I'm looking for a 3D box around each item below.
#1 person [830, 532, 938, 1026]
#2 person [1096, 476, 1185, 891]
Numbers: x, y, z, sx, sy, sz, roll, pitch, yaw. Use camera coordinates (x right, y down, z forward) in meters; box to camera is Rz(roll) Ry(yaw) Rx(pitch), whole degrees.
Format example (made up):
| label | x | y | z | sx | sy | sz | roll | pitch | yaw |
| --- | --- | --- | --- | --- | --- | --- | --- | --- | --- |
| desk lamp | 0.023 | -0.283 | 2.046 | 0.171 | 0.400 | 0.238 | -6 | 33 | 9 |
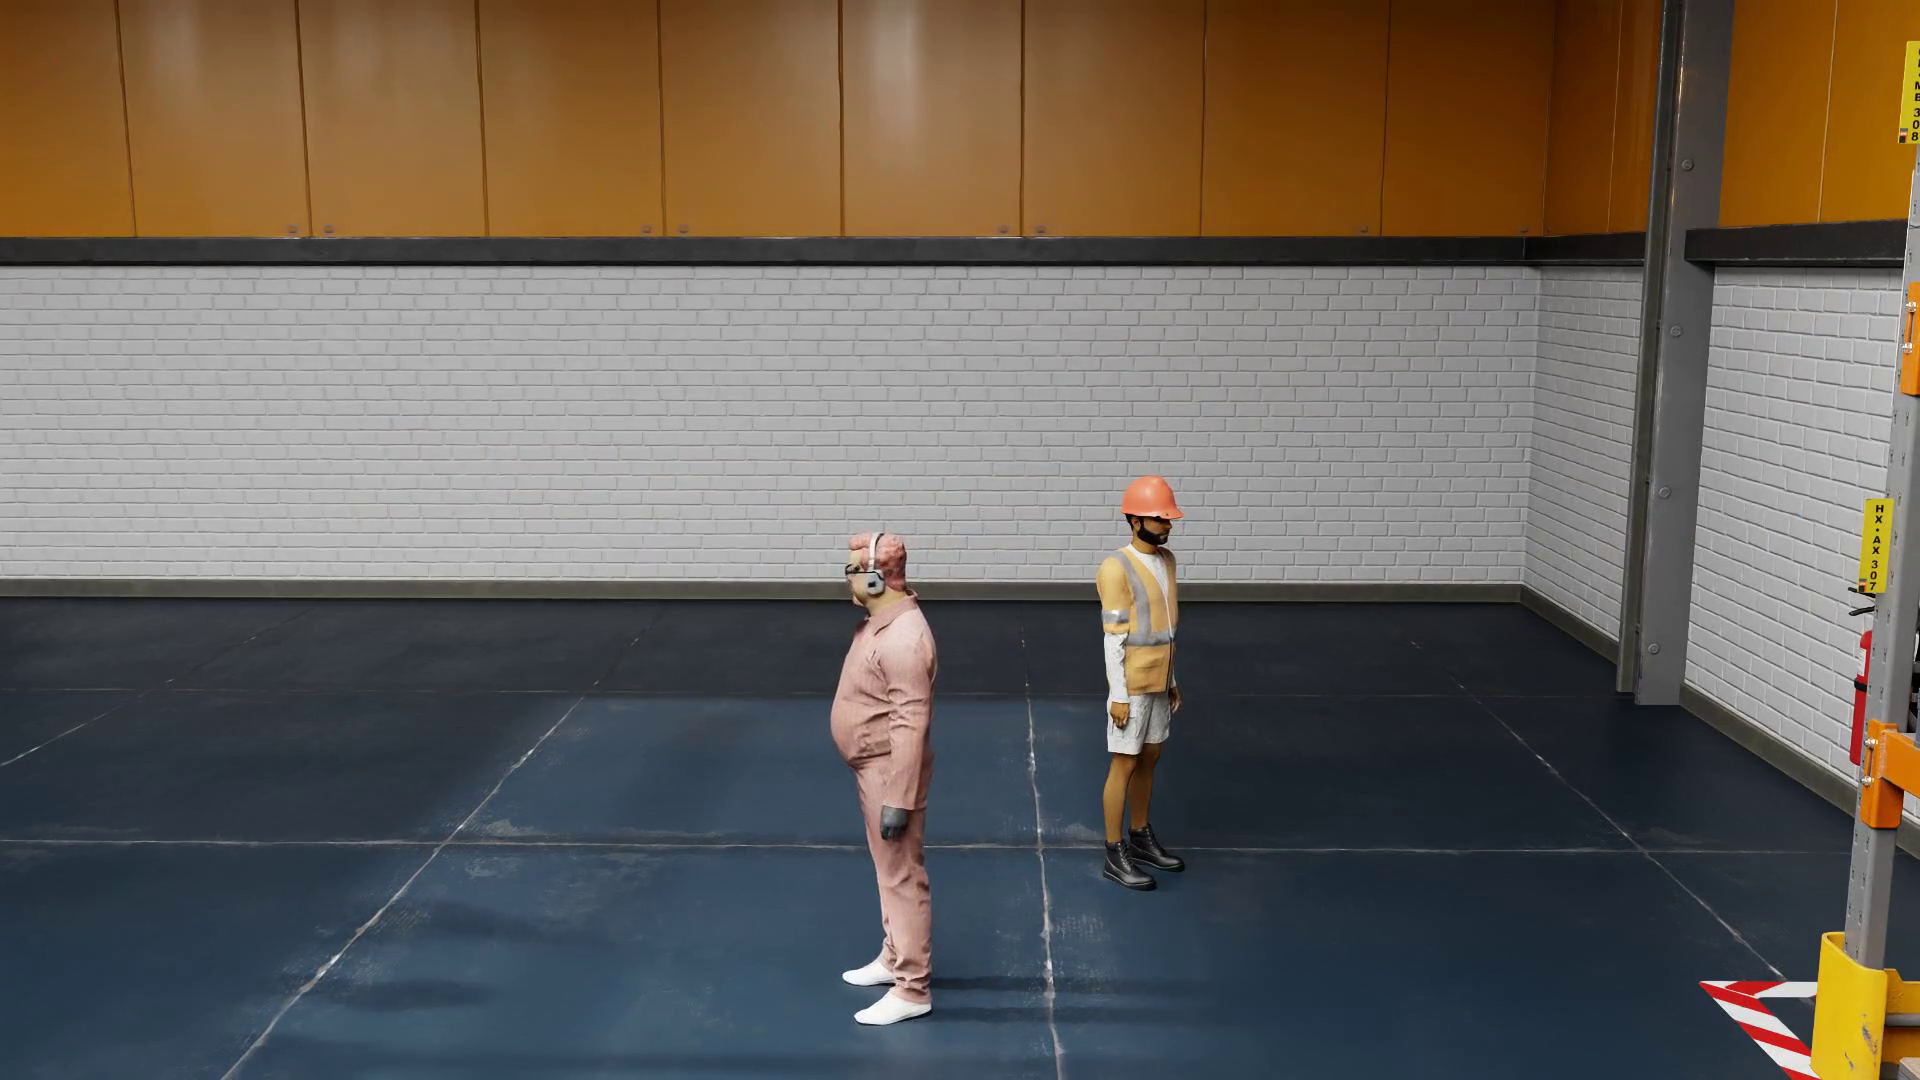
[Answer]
| label | x | y | z | sx | sy | sz | roll | pitch | yaw |
| --- | --- | --- | --- | --- | --- | --- | --- | --- | --- |
| person | -0.298 | 0.910 | 6.434 | 0.400 | 1.905 | 0.645 | -1 | 10 | -8 |
| person | 0.873 | 0.659 | 7.836 | 0.355 | 1.938 | 0.545 | 7 | 12 | 36 |
